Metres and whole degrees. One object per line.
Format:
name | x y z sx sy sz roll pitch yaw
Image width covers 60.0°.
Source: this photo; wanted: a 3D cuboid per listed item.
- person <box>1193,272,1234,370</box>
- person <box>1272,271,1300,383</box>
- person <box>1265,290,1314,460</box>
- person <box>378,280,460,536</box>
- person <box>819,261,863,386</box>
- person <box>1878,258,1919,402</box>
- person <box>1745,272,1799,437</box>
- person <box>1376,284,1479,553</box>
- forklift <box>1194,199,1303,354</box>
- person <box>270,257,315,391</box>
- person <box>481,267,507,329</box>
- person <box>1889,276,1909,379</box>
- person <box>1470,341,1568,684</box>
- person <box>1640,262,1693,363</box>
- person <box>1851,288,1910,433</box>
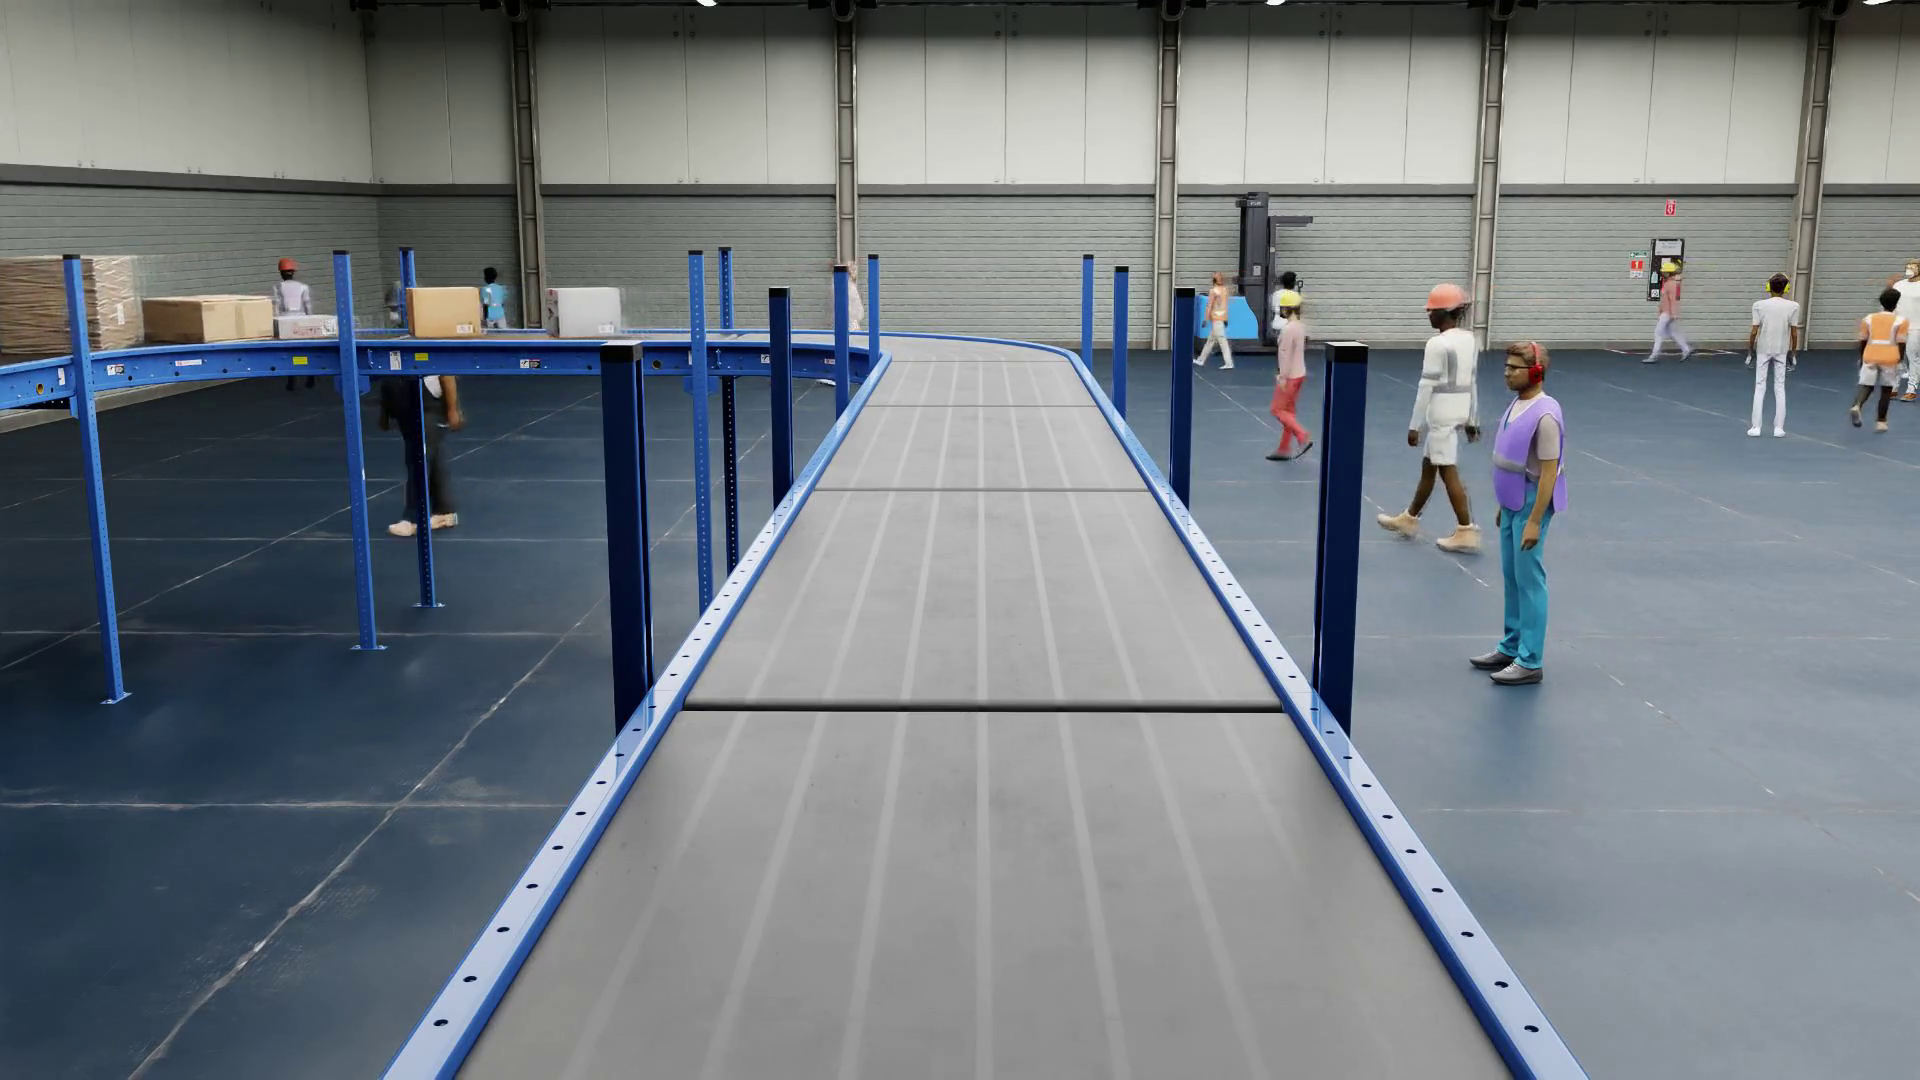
person | 4.197 -3.621 27.470 0.851 1.585 0.538 7 13 33
person | 4.990 -3.224 25.229 0.515 1.679 0.548 -5 12 -24
person | 3.394 -1.677 17.082 0.493 1.756 0.547 6 13 30
person | -4.386 -1.035 13.155 0.716 2.000 0.861 8 14 37
person | -1.639 -3.192 24.613 0.990 1.857 0.663 -2 11 -9
person | 12.970 -2.875 22.764 0.372 1.940 0.631 -6 12 -26
person | 9.305 -2.121 19.071 0.532 1.868 0.310 4 12 19
person | 3.611 -0.941 12.692 0.951 1.993 0.635 10 15 42
forklift | 5.313 -4.851 30.603 1.873 2.768 1.129 0 11 1
person | -9.621 -3.111 24.032 0.553 1.922 0.729 -9 14 -37
person | -7.853 -3.770 28.113 0.884 1.664 0.535 6 13 30
person | 14.547 -3.320 25.962 0.497 1.591 0.873 -6 13 -29
person | 3.067 -0.154 9.015 0.388 1.848 0.563 0 11 0
person | 12.218 -3.906 28.585 0.811 1.740 0.530 2 11 11
person | 10.677 -2.079 19.333 0.582 1.679 0.543 -9 14 -39
